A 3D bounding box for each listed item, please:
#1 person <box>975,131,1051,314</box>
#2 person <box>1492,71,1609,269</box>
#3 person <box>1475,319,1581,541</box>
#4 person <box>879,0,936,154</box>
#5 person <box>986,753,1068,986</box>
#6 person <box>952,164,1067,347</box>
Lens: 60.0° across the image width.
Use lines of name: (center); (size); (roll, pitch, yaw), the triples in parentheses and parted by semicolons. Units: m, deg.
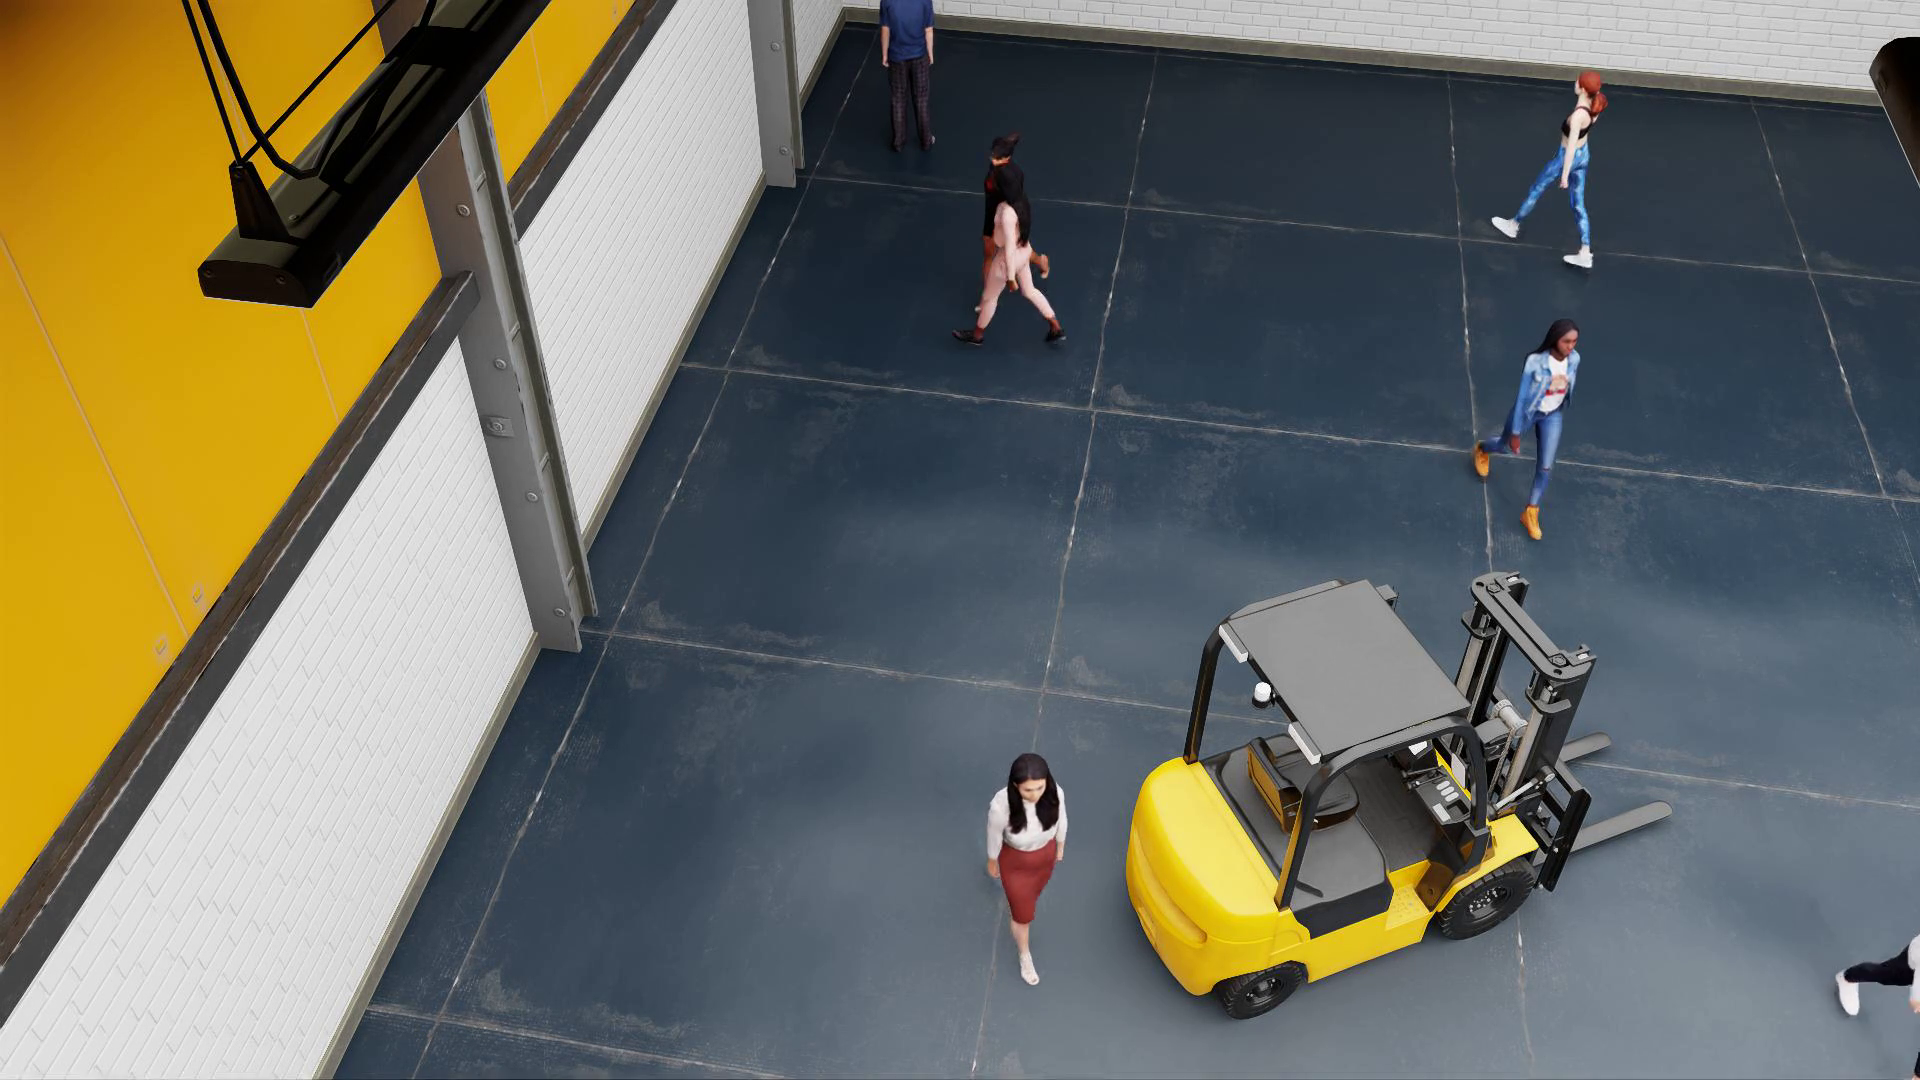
person: (0.427, -2.616, 13.709); (1.062, 1.607, 0.967); (-30, 51, -28)
person: (5.253, -3.120, 14.149); (1.178, 1.731, 1.164); (-31, 52, -28)
person: (4.035, -0.896, 11.857); (0.888, 1.672, 1.242); (-7, 44, -7)
person: (-0.481, -4.504, 15.499); (0.705, 1.871, 0.612); (-2, 44, -2)
person: (0.340, 1.697, 9.092); (0.907, 1.731, 1.098); (-14, 45, -14)
person: (0.482, -2.201, 13.216); (0.782, 1.687, 1.111); (10, 44, 10)
